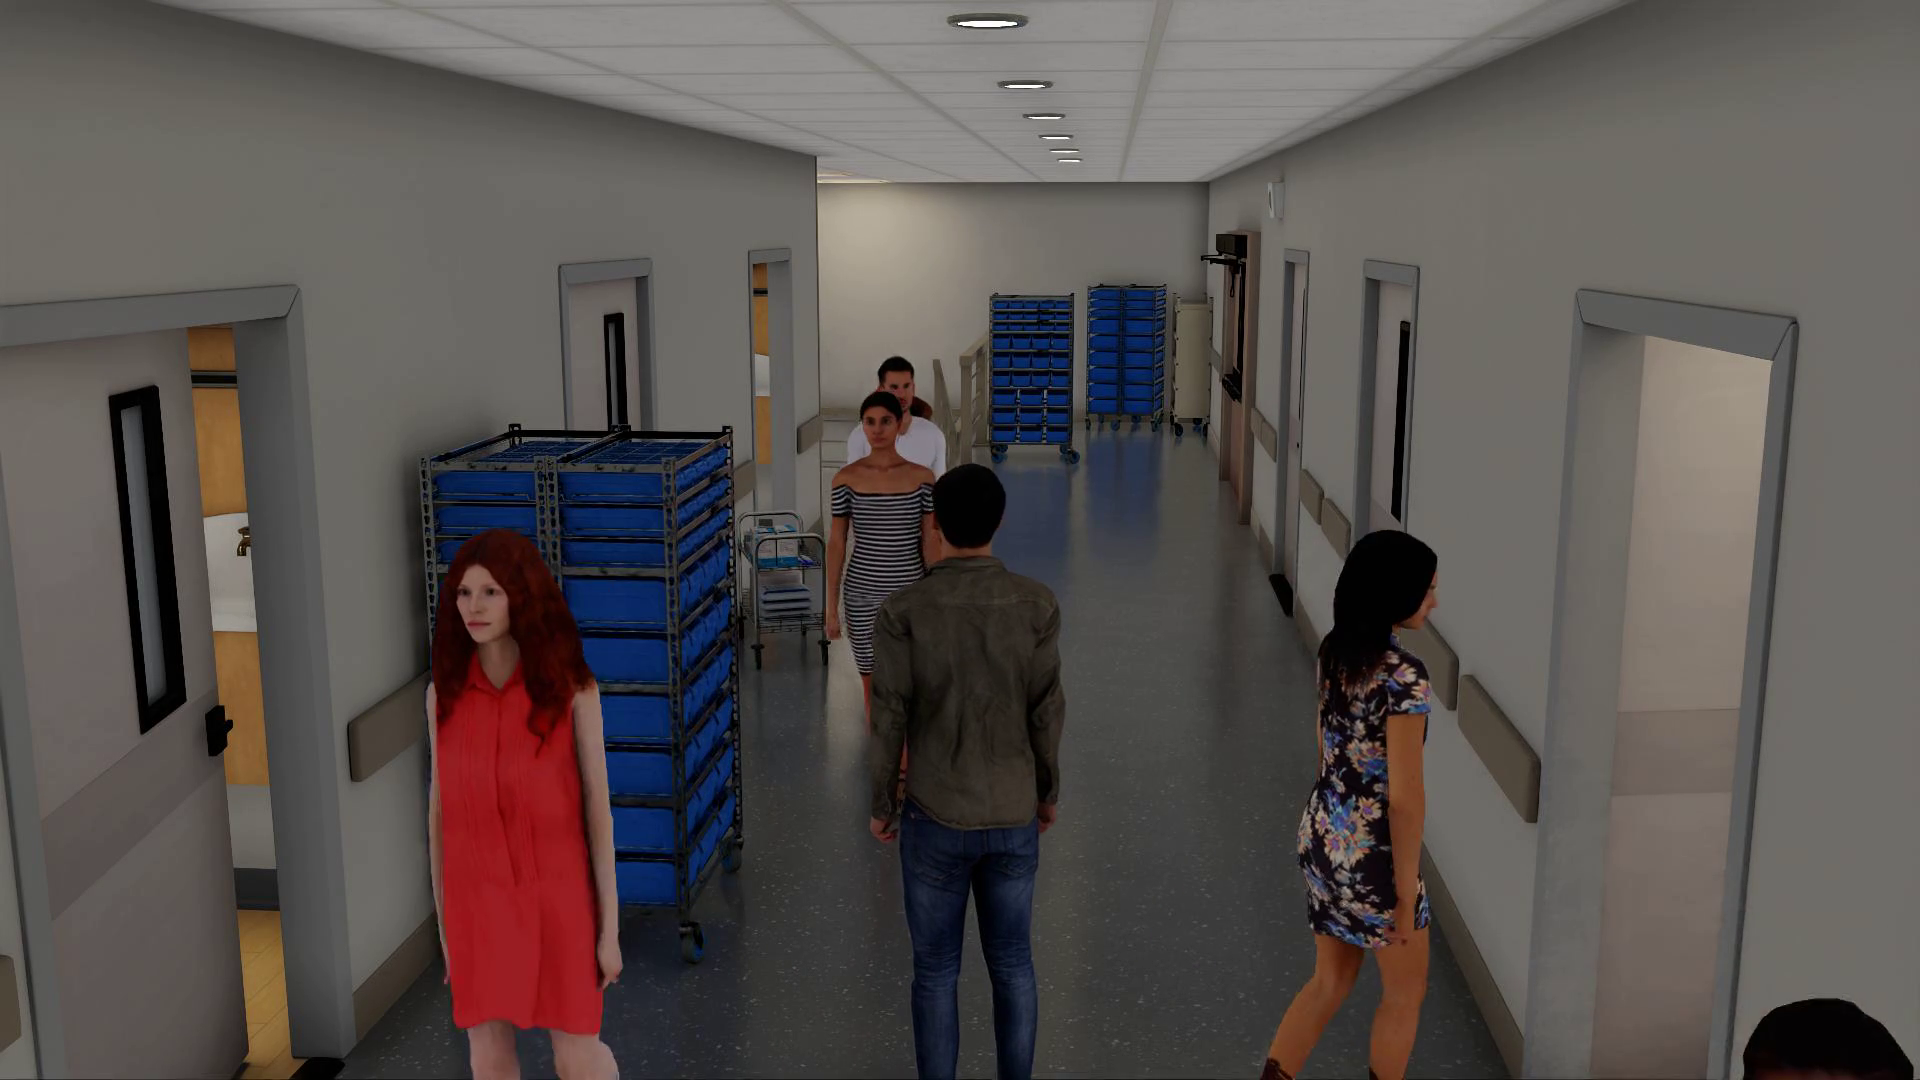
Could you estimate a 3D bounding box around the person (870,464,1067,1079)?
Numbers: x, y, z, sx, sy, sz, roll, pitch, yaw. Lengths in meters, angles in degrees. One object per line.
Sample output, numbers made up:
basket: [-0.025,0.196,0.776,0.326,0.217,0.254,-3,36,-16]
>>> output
person: [0.026,0.722,4.435,0.773,1.865,0.716,-3,11,-15]

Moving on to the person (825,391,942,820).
person: [-0.298,0.278,6.921,0.645,1.810,0.621,0,11,0]

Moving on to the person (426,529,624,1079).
person: [-0.963,0.863,3.831,0.588,1.813,0.860,1,11,6]

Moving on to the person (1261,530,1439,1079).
person: [0.964,0.841,4.231,0.963,1.706,0.966,-5,12,-23]

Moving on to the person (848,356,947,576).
person: [-0.335,0.006,8.298,0.793,1.831,1.020,-2,11,-8]

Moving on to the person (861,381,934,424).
person: [-0.420,-0.238,10.217,0.770,1.594,1.091,-1,11,-5]
